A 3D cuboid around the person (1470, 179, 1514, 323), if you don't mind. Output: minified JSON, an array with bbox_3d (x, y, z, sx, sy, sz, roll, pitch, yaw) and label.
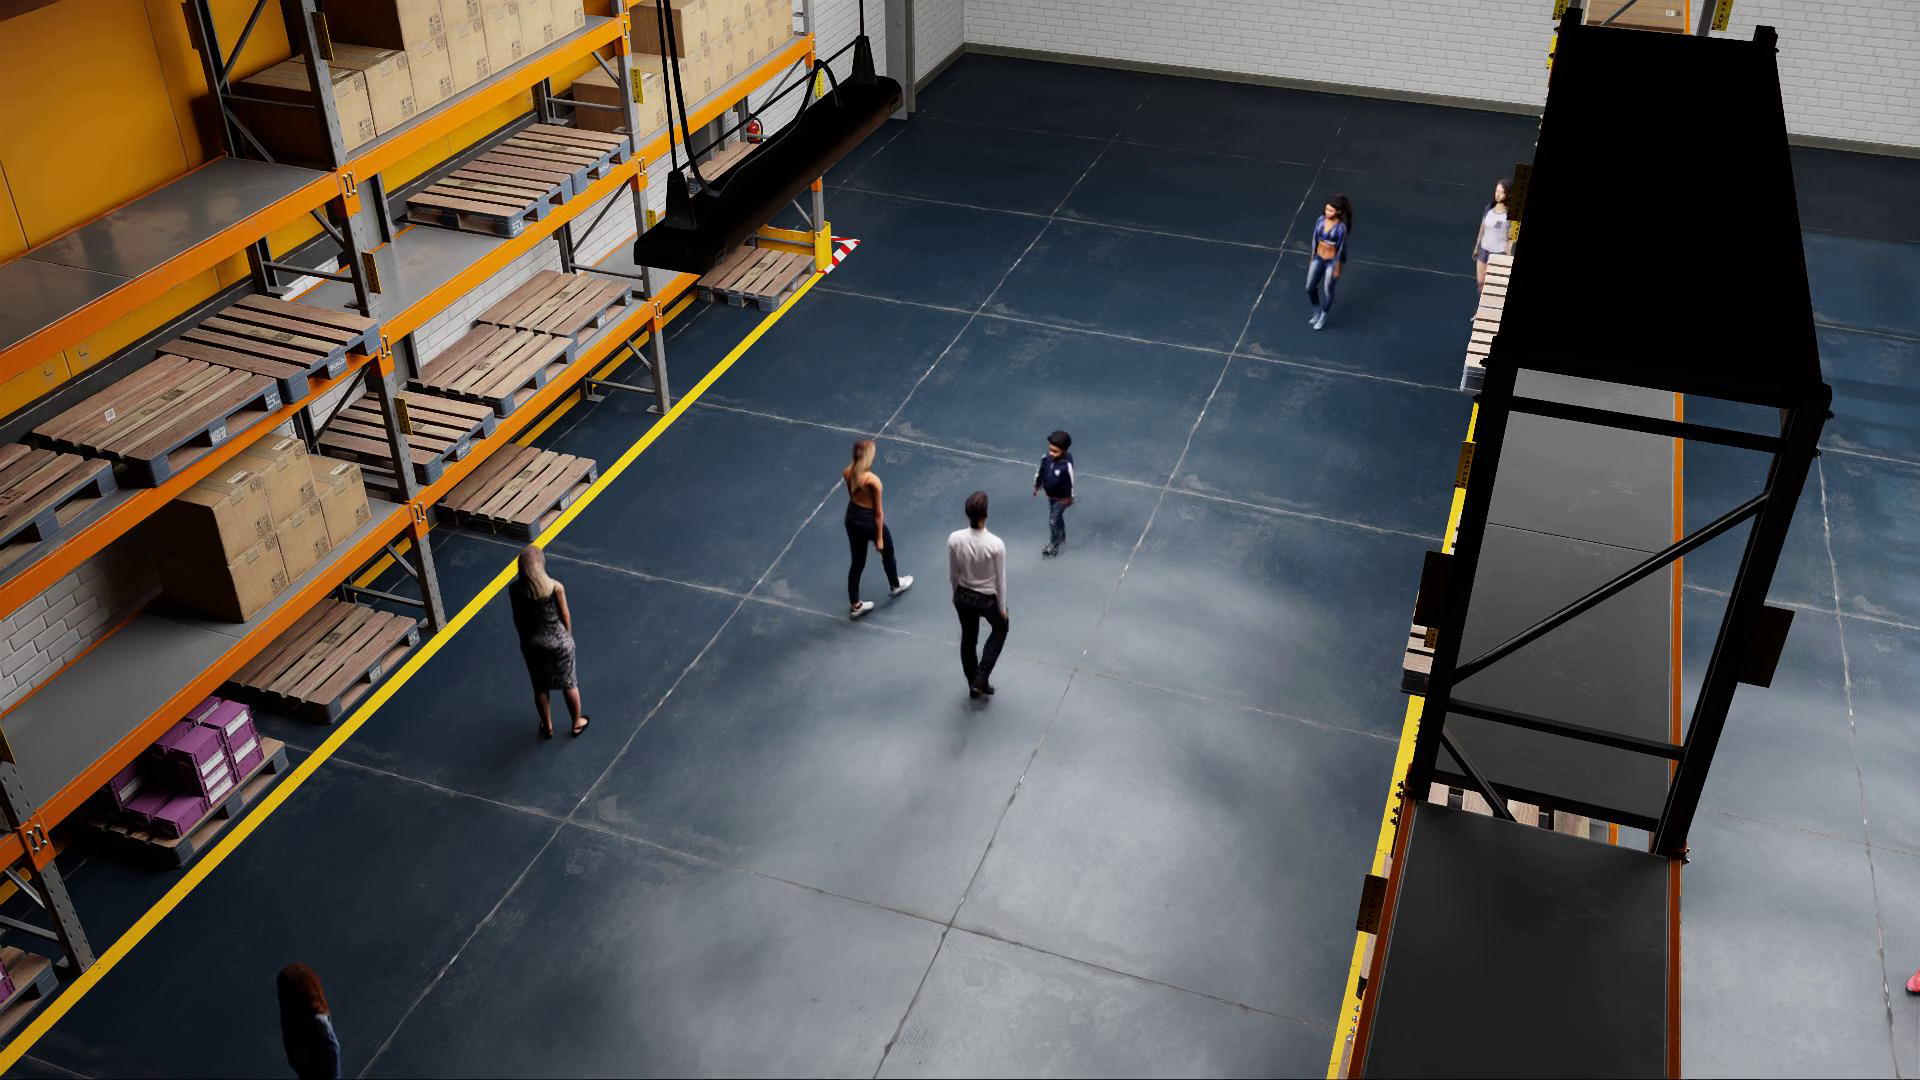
[{"bbox_3d":[6.034,-3.247,18.634,0.805,1.695,0.747,-19,38,-26],"label":"person"}]

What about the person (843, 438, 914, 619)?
[{"bbox_3d":[-0.861,-0.065,13.934,0.788,1.599,1.016,26,41,33],"label":"person"}]

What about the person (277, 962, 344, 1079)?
[{"bbox_3d":[-3.669,2.959,9.494,0.607,1.477,0.565,20,38,27],"label":"person"}]

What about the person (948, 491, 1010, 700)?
[{"bbox_3d":[0.110,0.502,12.847,0.643,1.859,0.676,13,36,19],"label":"person"}]

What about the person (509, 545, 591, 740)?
[{"bbox_3d":[-3.127,0.787,12.559,0.632,1.702,0.617,-1,34,-1],"label":"person"}]

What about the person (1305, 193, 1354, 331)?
[{"bbox_3d":[4.124,-3.103,18.494,0.734,1.611,0.744,28,43,35],"label":"person"}]

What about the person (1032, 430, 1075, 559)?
[{"bbox_3d":[0.907,-0.464,14.885,0.730,1.211,0.666,-23,40,-31],"label":"person"}]
